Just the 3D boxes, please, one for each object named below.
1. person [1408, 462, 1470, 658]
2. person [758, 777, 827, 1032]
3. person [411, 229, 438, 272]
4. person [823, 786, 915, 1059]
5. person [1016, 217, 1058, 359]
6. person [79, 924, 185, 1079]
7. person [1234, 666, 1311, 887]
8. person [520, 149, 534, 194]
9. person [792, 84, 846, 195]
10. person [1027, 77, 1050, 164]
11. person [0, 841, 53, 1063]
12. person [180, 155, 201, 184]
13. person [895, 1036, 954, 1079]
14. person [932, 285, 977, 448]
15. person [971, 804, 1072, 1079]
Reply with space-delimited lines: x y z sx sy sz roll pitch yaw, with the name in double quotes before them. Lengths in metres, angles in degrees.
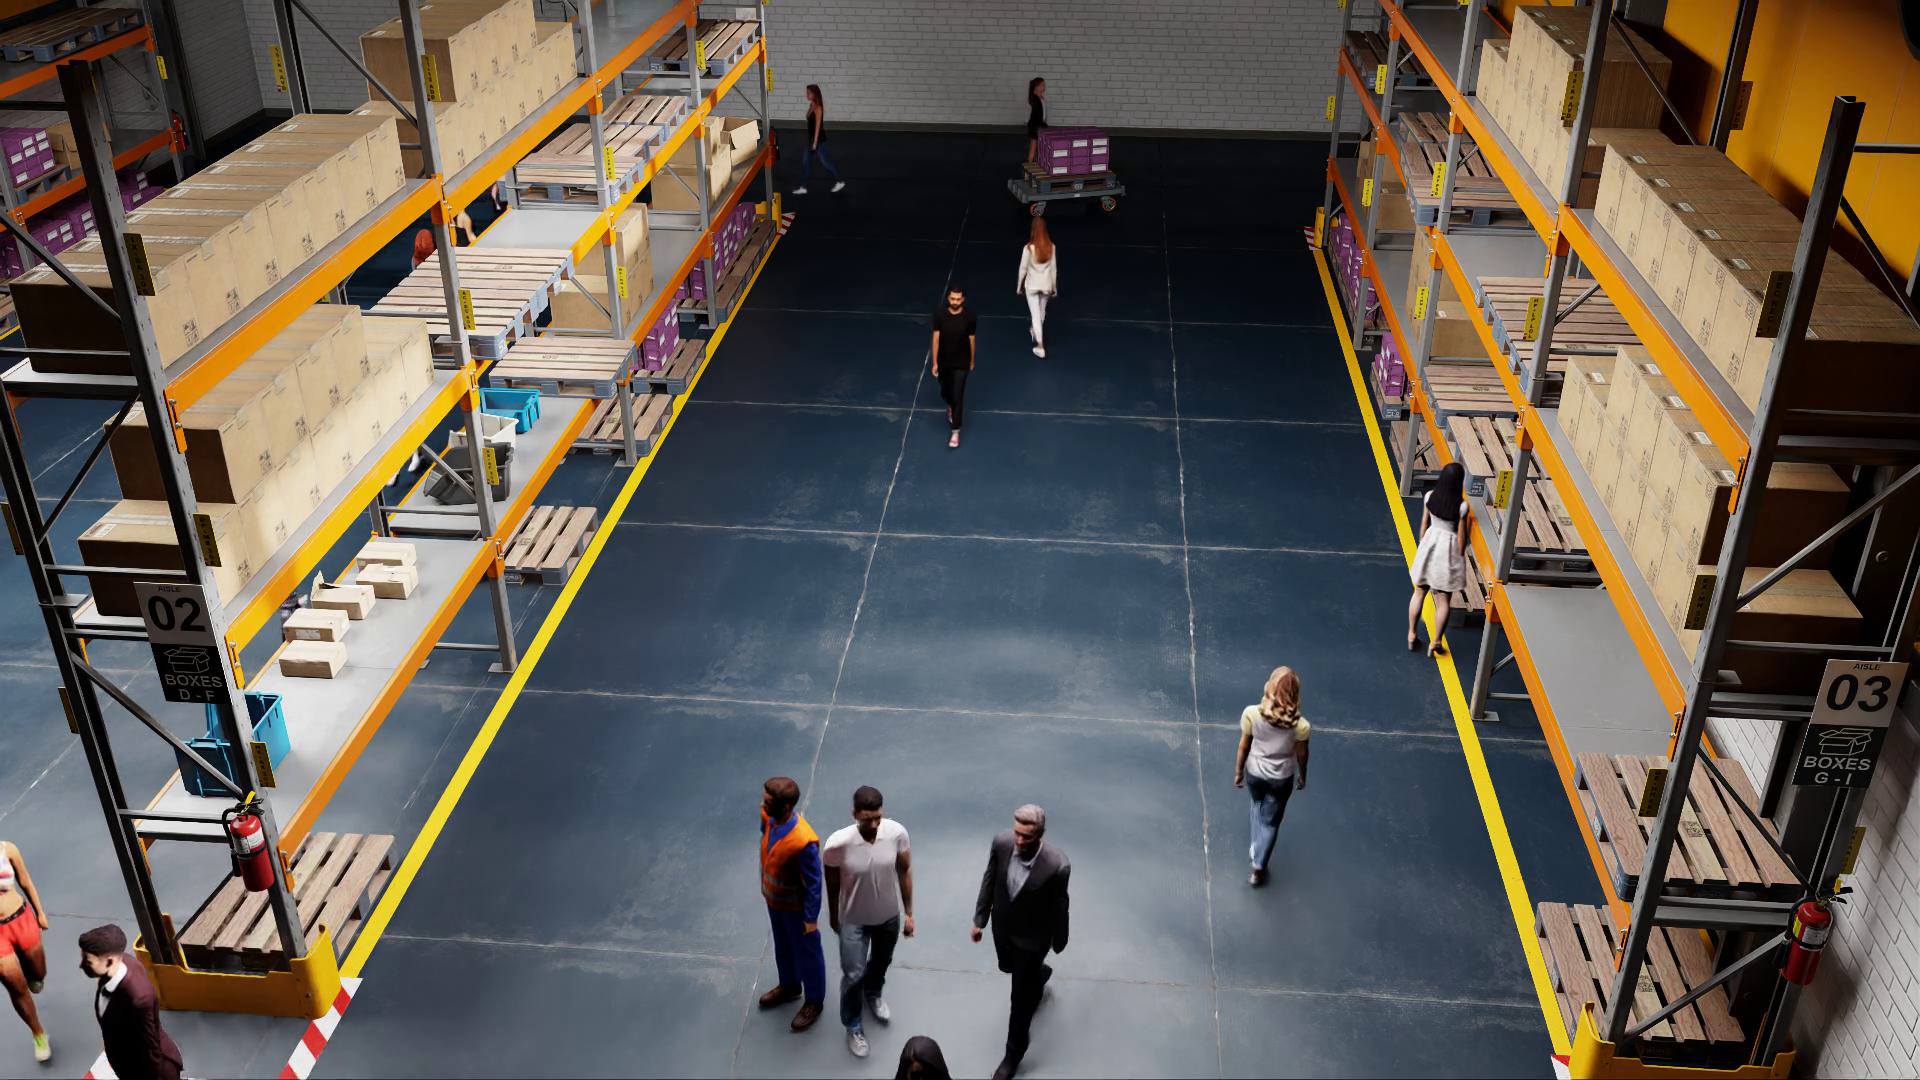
"person" 4.061 0.158 14.092 0.782 1.769 0.817 22 35 34
"person" -1.040 2.202 10.246 0.832 1.863 0.781 -24 36 -36
"person" -6.135 -2.780 19.467 0.610 1.779 0.518 -1 29 -2
"person" -0.574 2.229 10.223 0.855 1.838 0.938 -8 30 -15
"person" 0.975 -3.003 19.971 0.854 1.688 1.046 -9 30 -16
"person" -4.373 2.830 9.110 1.121 1.848 1.041 -24 37 -36
"person" 2.108 1.668 11.385 0.717 1.710 0.740 10 30 17
"person" -5.814 -4.382 22.333 0.672 1.848 0.671 3 29 6
"person" -2.137 -6.194 25.825 1.014 1.684 1.094 -14 31 -23
"person" 1.170 -6.704 26.909 0.681 1.542 0.614 11 31 20
"person" -5.819 2.322 10.125 0.944 1.769 1.012 -20 35 -33
"person" -10.368 -4.459 22.717 0.629 1.616 0.640 6 29 12
"person" -0.186 3.211 8.562 0.649 1.706 0.609 -5 29 -10
"person" -0.071 -1.947 17.998 0.678 1.724 1.174 5 29 9
"person" 0.400 2.317 10.105 1.075 1.797 1.279 17 33 29
